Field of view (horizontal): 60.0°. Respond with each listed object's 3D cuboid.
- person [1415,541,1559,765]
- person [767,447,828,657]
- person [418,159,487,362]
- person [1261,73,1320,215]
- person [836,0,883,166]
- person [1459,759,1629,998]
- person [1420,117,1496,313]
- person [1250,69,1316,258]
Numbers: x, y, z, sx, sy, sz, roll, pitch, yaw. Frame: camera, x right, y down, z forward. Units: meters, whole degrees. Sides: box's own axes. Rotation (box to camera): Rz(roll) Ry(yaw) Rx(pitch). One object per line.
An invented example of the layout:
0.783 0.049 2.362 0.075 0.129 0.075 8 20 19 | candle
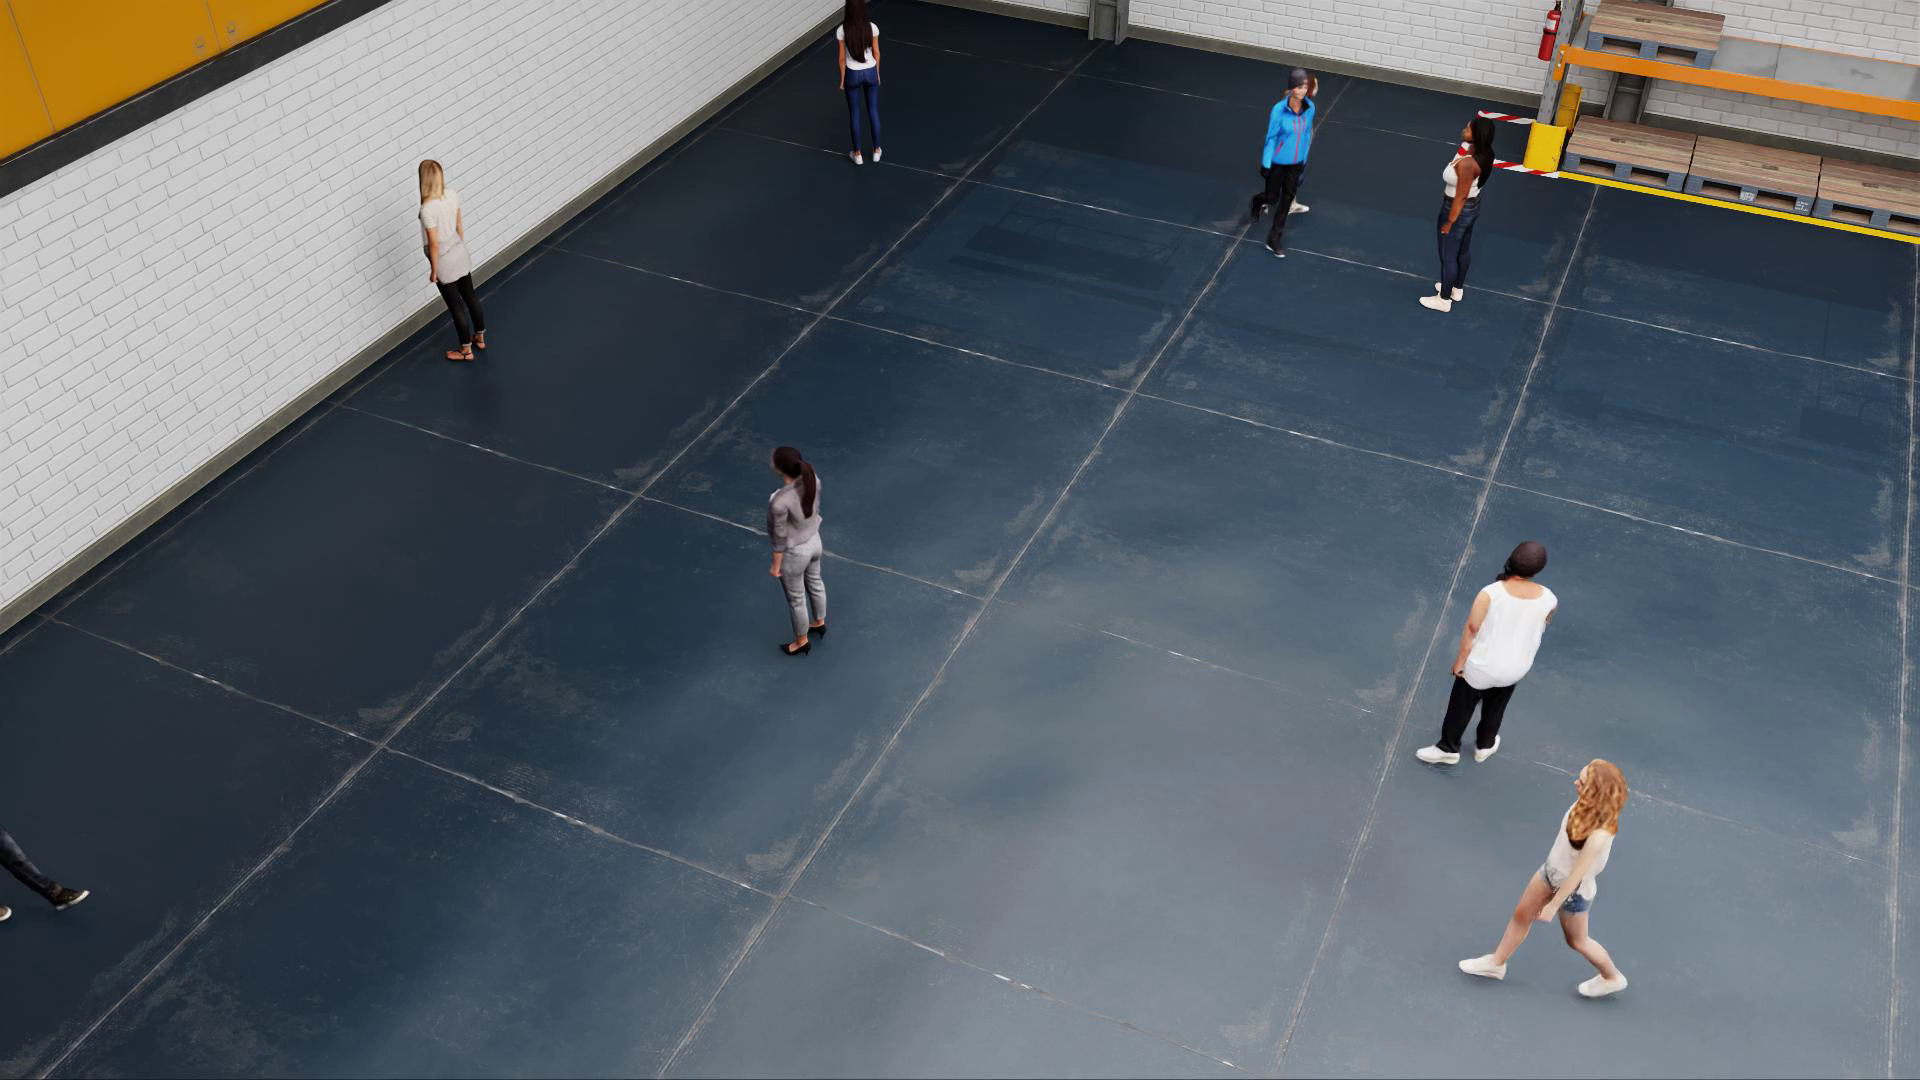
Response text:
3.250 0.736 10.295 0.810 1.671 0.962 -11 40 -14 | person
-1.076 0.077 11.112 0.620 1.680 0.646 22 44 25 | person
-4.298 -2.363 14.050 0.523 1.827 0.603 15 41 18 | person
3.210 -3.814 16.158 0.912 1.463 0.810 -6 39 -8 | person
-1.011 -4.723 17.046 0.637 1.775 0.728 -7 39 -8 | person
3.333 1.867 8.837 1.185 1.723 0.822 5 39 6 | person
4.447 -2.892 14.725 0.682 1.810 0.703 27 46 30 | person
3.003 -3.572 15.599 0.985 1.783 1.027 -9 39 -11 | person
